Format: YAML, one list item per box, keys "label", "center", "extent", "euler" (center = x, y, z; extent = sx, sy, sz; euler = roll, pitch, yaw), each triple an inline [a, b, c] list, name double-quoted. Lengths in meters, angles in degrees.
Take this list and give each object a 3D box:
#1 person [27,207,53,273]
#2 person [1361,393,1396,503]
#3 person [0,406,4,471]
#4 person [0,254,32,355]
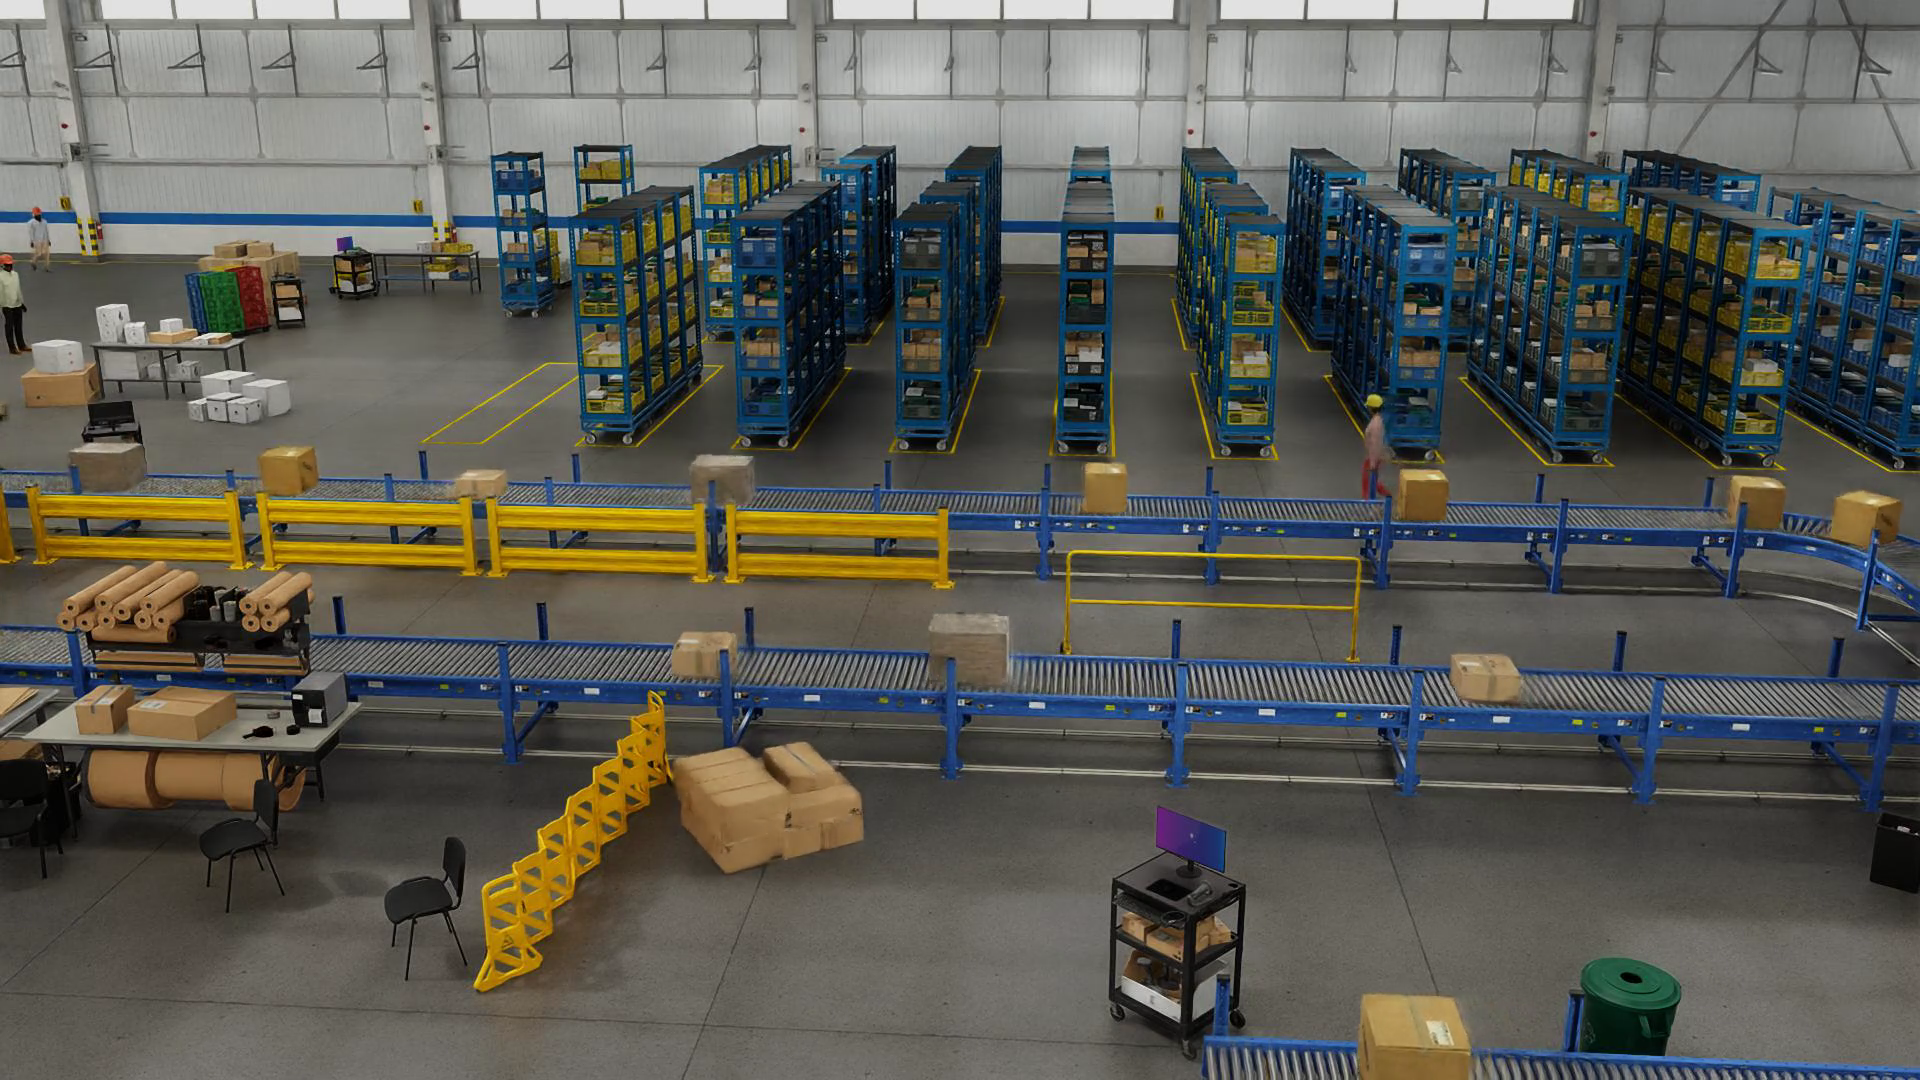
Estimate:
- label: "person"
  center: [-24.258, -7.913, 43.825]
  extent: [0.471, 1.737, 0.567]
  euler: [8, 19, 24]
- label: "person"
  center: [5.539, -1.097, 22.161]
  extent: [0.559, 1.752, 0.538]
  euler: [6, 19, 19]
- label: "person"
  center: [-14.563, -1.860, 24.512]
  extent: [0.861, 1.791, 0.629]
  euler: [4, 18, 13]
- label: "person"
  center: [-18.935, -4.707, 33.231]
  extent: [0.377, 1.995, 0.608]
  euler: [3, 18, 9]
